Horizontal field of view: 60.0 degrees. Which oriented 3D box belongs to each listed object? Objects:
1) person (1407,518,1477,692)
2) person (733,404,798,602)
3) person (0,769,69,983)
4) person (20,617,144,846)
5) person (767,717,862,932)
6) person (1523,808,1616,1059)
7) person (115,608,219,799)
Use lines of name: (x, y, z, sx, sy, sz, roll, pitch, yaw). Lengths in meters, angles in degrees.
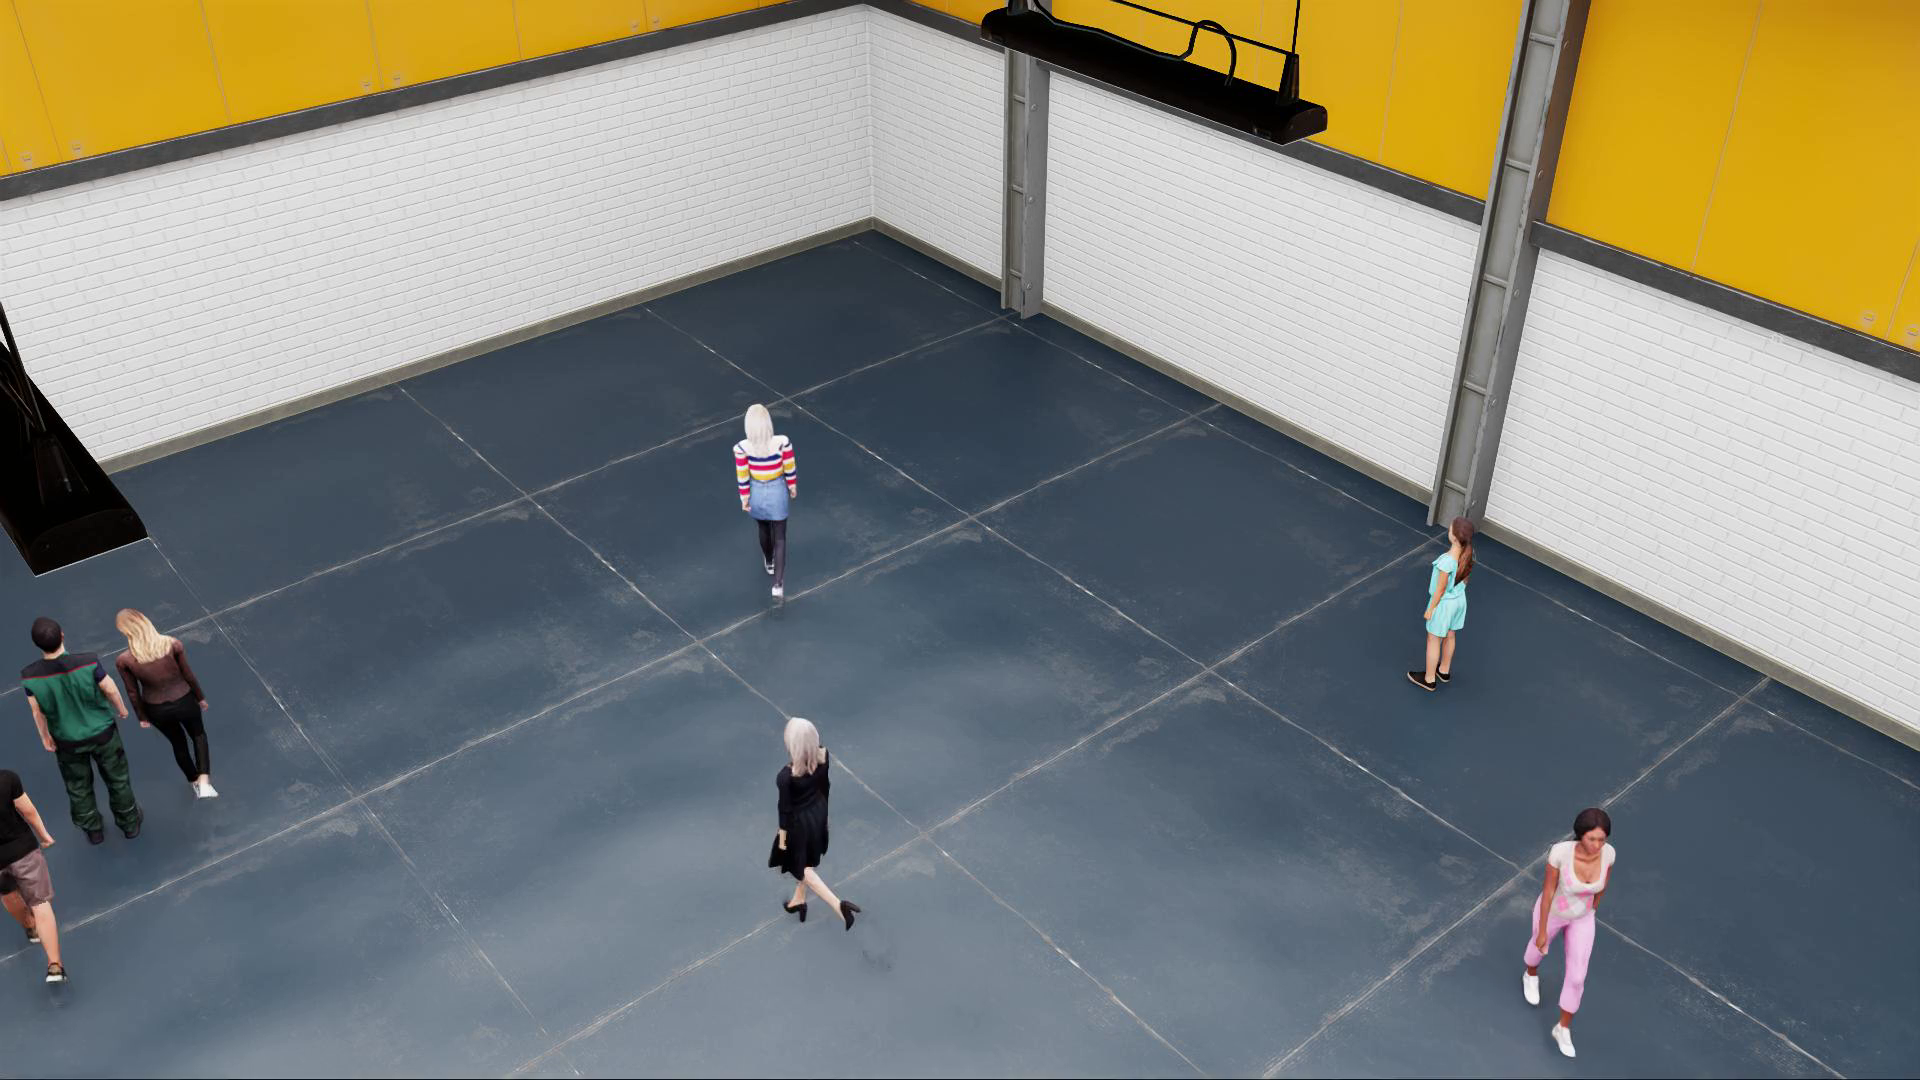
person: (3.825, 0.490, 13.055, 0.563, 1.558, 0.561, -21, 39, -28)
person: (-1.614, -0.308, 14.057, 1.075, 1.778, 1.190, -1, 34, -1)
person: (-6.003, 2.033, 10.487, 0.789, 1.833, 1.229, -19, 38, -26)
person: (-6.032, 1.342, 11.469, 0.798, 1.897, 0.768, -12, 35, -17)
person: (-0.958, 1.893, 10.788, 0.953, 1.732, 0.727, 24, 40, 32)
person: (3.698, 2.256, 10.263, 0.955, 1.710, 1.022, 3, 34, 4)
person: (-5.600, 1.238, 11.819, 0.734, 1.682, 0.848, -14, 36, -20)
